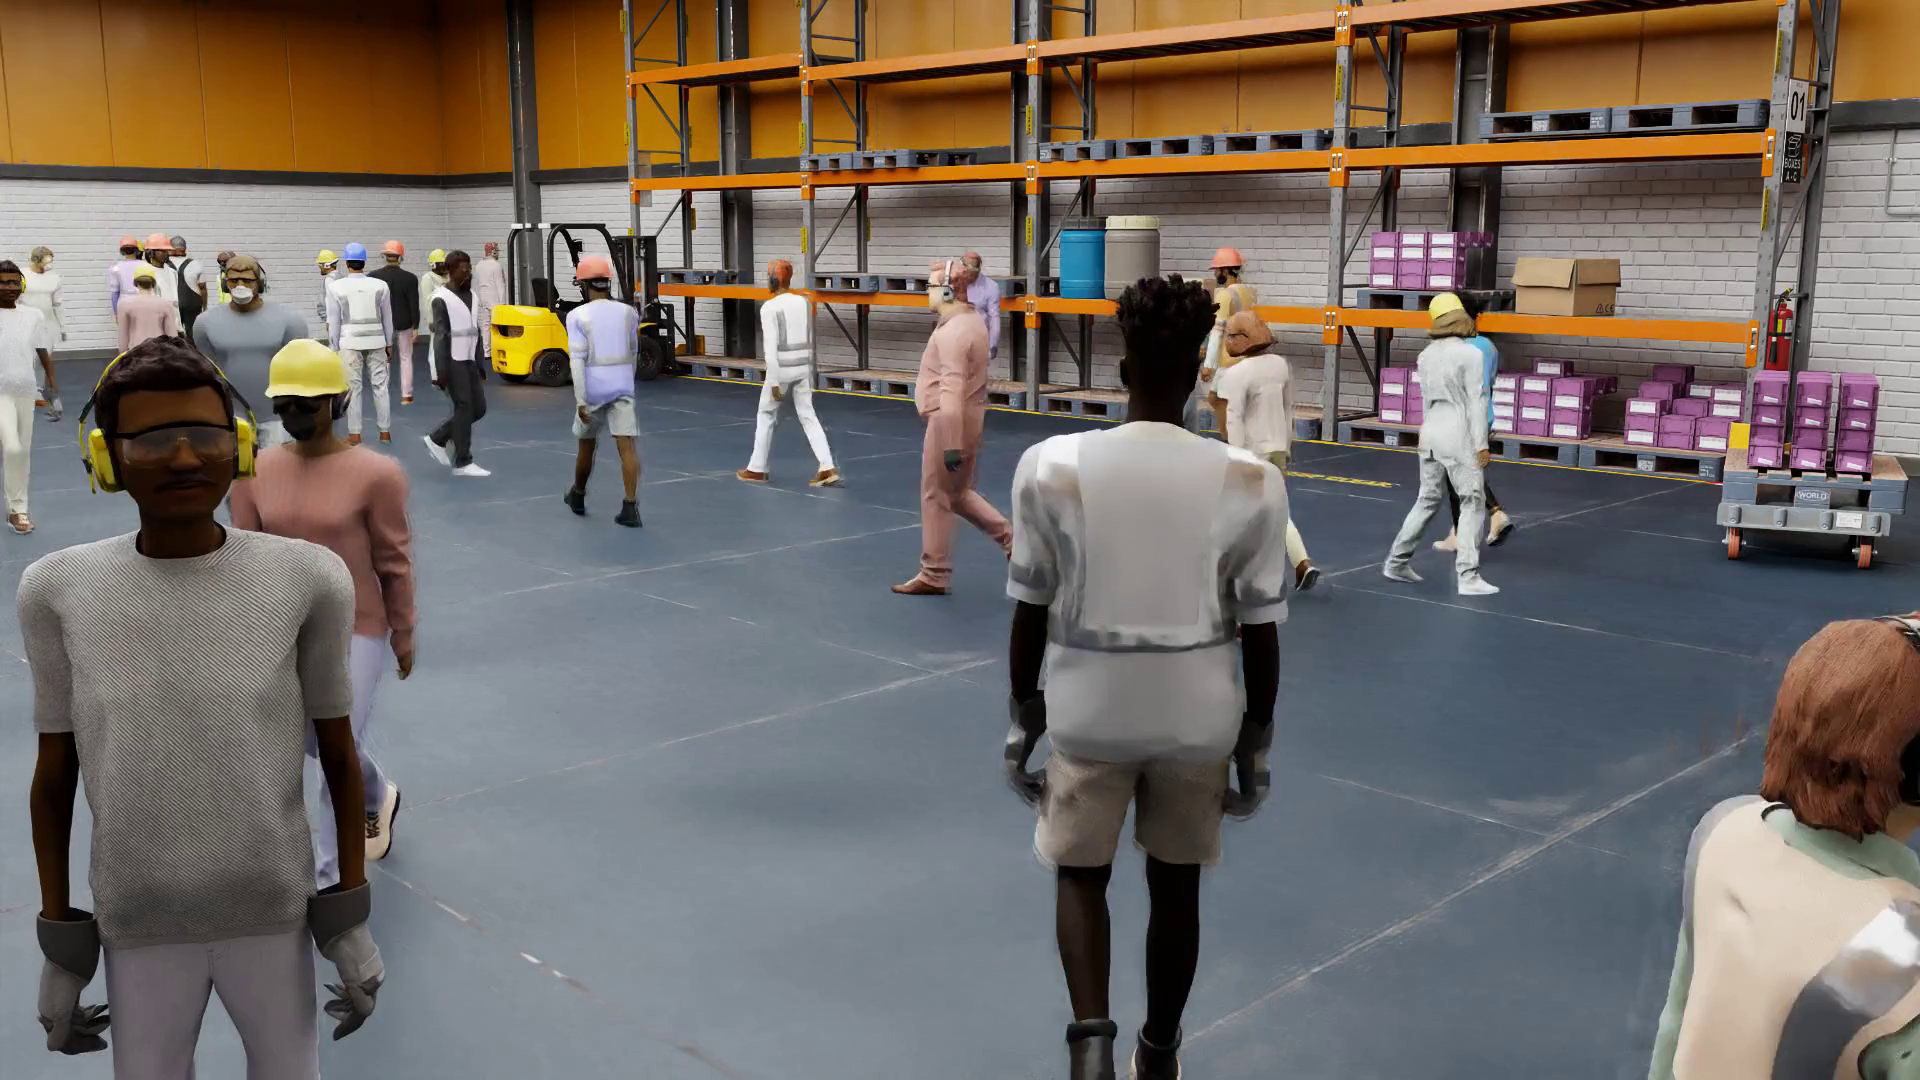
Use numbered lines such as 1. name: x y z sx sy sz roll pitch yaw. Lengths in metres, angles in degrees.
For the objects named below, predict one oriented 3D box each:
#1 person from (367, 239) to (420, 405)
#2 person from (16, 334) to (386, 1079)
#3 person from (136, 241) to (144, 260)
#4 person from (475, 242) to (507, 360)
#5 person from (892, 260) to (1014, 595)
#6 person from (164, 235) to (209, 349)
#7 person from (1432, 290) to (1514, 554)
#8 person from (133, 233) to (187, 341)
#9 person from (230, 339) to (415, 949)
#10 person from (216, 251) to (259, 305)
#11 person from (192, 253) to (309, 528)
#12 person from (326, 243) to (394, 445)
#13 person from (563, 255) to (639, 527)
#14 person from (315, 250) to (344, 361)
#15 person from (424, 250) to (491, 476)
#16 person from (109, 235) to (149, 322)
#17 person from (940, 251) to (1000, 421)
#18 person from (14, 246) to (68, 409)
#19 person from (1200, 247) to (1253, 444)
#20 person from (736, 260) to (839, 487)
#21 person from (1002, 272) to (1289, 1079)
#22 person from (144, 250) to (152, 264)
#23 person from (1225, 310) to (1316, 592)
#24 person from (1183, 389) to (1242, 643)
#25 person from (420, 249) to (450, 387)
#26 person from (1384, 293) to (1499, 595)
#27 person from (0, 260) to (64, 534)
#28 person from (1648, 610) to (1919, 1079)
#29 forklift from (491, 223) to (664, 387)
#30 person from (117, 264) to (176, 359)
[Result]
1. person: -6.689 -2.554 19.650 0.614 1.973 0.835 -2 11 -11
2. person: -1.186 0.618 2.629 0.515 1.877 0.328 -3 11 -17
3. person: -13.295 -3.880 27.010 0.595 1.925 0.371 -6 12 -30
4. person: -7.562 -3.871 27.019 0.651 1.907 0.409 8 13 39
5. person: 0.008 -0.612 9.292 0.712 1.889 0.656 2 11 13
6. person: -11.450 -3.484 24.542 0.689 2.000 0.538 -3 11 -17
7. person: 3.207 -0.727 10.475 0.524 1.680 0.430 -9 14 -40
8. person: -8.872 -2.385 18.536 0.366 2.047 0.607 2 11 12
9. person: -1.890 0.254 5.013 0.526 1.741 0.853 1 10 6
10. person: -9.361 -2.829 21.609 0.689 1.813 0.469 2 11 11
11. person: -3.999 -0.658 9.472 0.643 1.920 0.529 -3 11 -14
12. person: -5.780 -1.884 16.070 0.602 1.947 0.386 -6 12 -31
13. person: -2.544 -1.065 11.783 0.554 1.875 1.012 -7 12 -32
14. person: -8.518 -3.018 22.599 0.403 1.826 0.591 -2 11 -10
15. person: -4.272 -1.482 14.003 0.553 1.899 0.606 2 11 12
16. person: -11.591 -3.261 23.365 0.621 2.026 0.777 -2 11 -11
17. person: 0.093 -2.082 17.419 0.671 1.855 0.997 2 11 9
18. person: -10.745 -2.463 19.362 0.499 1.897 0.653 4 11 23
19. person: 2.273 -1.569 14.454 0.575 1.919 0.544 5 12 27
20. person: -1.383 -1.340 13.442 0.998 1.837 0.579 9 14 40
21. person: 0.398 0.399 3.630 0.623 1.946 0.618 1 10 5
22. person: -10.622 -2.939 22.036 0.335 1.873 0.521 -7 13 -34
23. person: 1.709 -0.467 9.248 0.524 1.608 0.501 -8 13 -39
24. person: 1.025 -0.260 8.189 0.852 1.571 0.609 1 10 7
25. person: -6.951 -2.968 22.297 0.404 1.833 0.590 2 11 12
26. person: 2.764 -0.546 9.464 0.426 1.703 0.544 -5 11 -24
27. person: -6.413 -0.969 11.339 0.685 1.848 0.570 8 13 36
28. person: 1.060 0.876 1.899 0.704 1.611 0.546 0 10 -1
29. forklift: -5.316 -3.263 22.920 2.313 2.155 1.214 -10 14 -44
30. person: -8.000 -1.850 16.428 0.530 1.746 0.582 -8 13 -38
